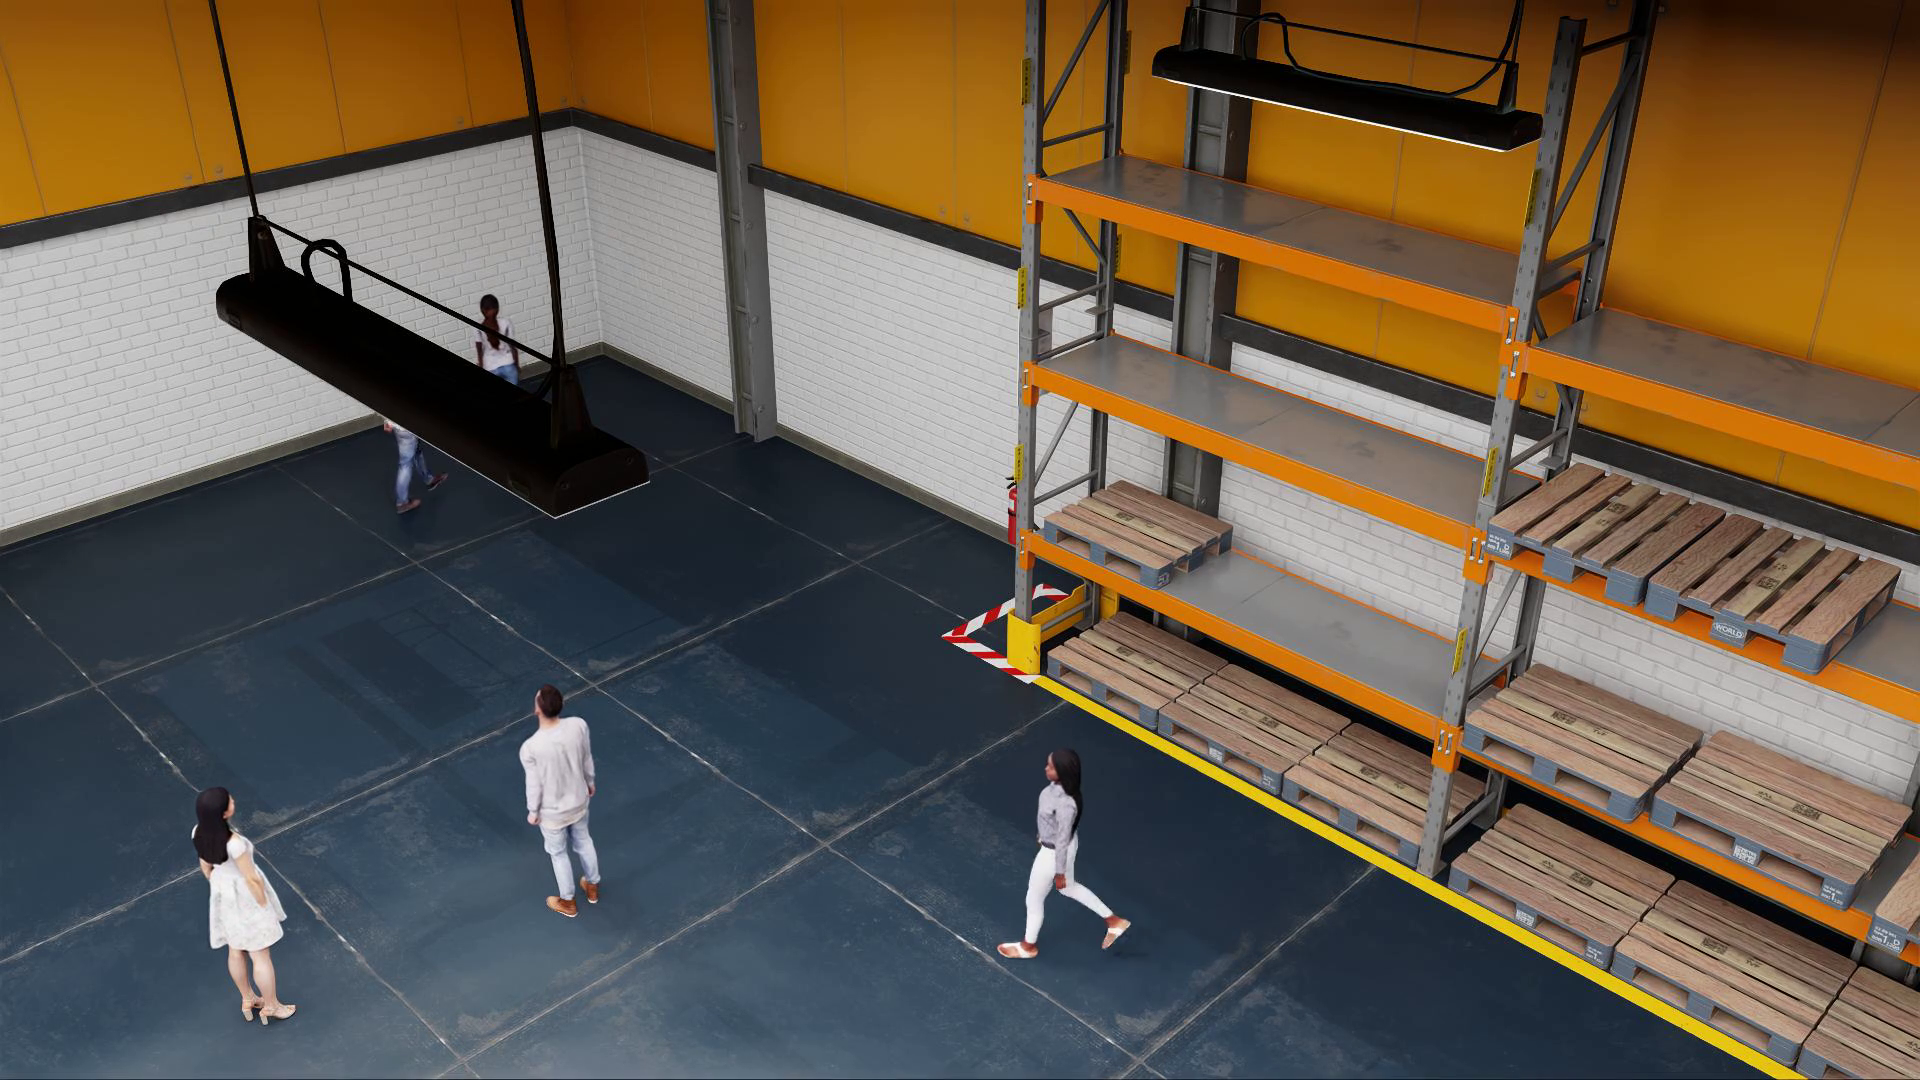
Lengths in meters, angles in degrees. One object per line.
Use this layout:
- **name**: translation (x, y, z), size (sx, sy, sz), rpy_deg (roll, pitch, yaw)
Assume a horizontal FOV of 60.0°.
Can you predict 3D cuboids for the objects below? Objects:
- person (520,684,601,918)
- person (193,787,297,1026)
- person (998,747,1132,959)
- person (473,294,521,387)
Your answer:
- **person**: translation (-2.693, 1.751, 11.264), size (0.674, 1.840, 0.540), rpy_deg (-25, 37, -38)
- **person**: translation (-4.484, 2.276, 10.370), size (0.683, 1.774, 0.794), rpy_deg (13, 31, 23)
- **person**: translation (0.712, 2.059, 10.847), size (1.163, 1.699, 1.040), rpy_deg (2, 29, 4)
- **person**: translation (-4.977, -1.846, 17.984), size (0.664, 1.720, 0.673), rpy_deg (-8, 30, -15)
